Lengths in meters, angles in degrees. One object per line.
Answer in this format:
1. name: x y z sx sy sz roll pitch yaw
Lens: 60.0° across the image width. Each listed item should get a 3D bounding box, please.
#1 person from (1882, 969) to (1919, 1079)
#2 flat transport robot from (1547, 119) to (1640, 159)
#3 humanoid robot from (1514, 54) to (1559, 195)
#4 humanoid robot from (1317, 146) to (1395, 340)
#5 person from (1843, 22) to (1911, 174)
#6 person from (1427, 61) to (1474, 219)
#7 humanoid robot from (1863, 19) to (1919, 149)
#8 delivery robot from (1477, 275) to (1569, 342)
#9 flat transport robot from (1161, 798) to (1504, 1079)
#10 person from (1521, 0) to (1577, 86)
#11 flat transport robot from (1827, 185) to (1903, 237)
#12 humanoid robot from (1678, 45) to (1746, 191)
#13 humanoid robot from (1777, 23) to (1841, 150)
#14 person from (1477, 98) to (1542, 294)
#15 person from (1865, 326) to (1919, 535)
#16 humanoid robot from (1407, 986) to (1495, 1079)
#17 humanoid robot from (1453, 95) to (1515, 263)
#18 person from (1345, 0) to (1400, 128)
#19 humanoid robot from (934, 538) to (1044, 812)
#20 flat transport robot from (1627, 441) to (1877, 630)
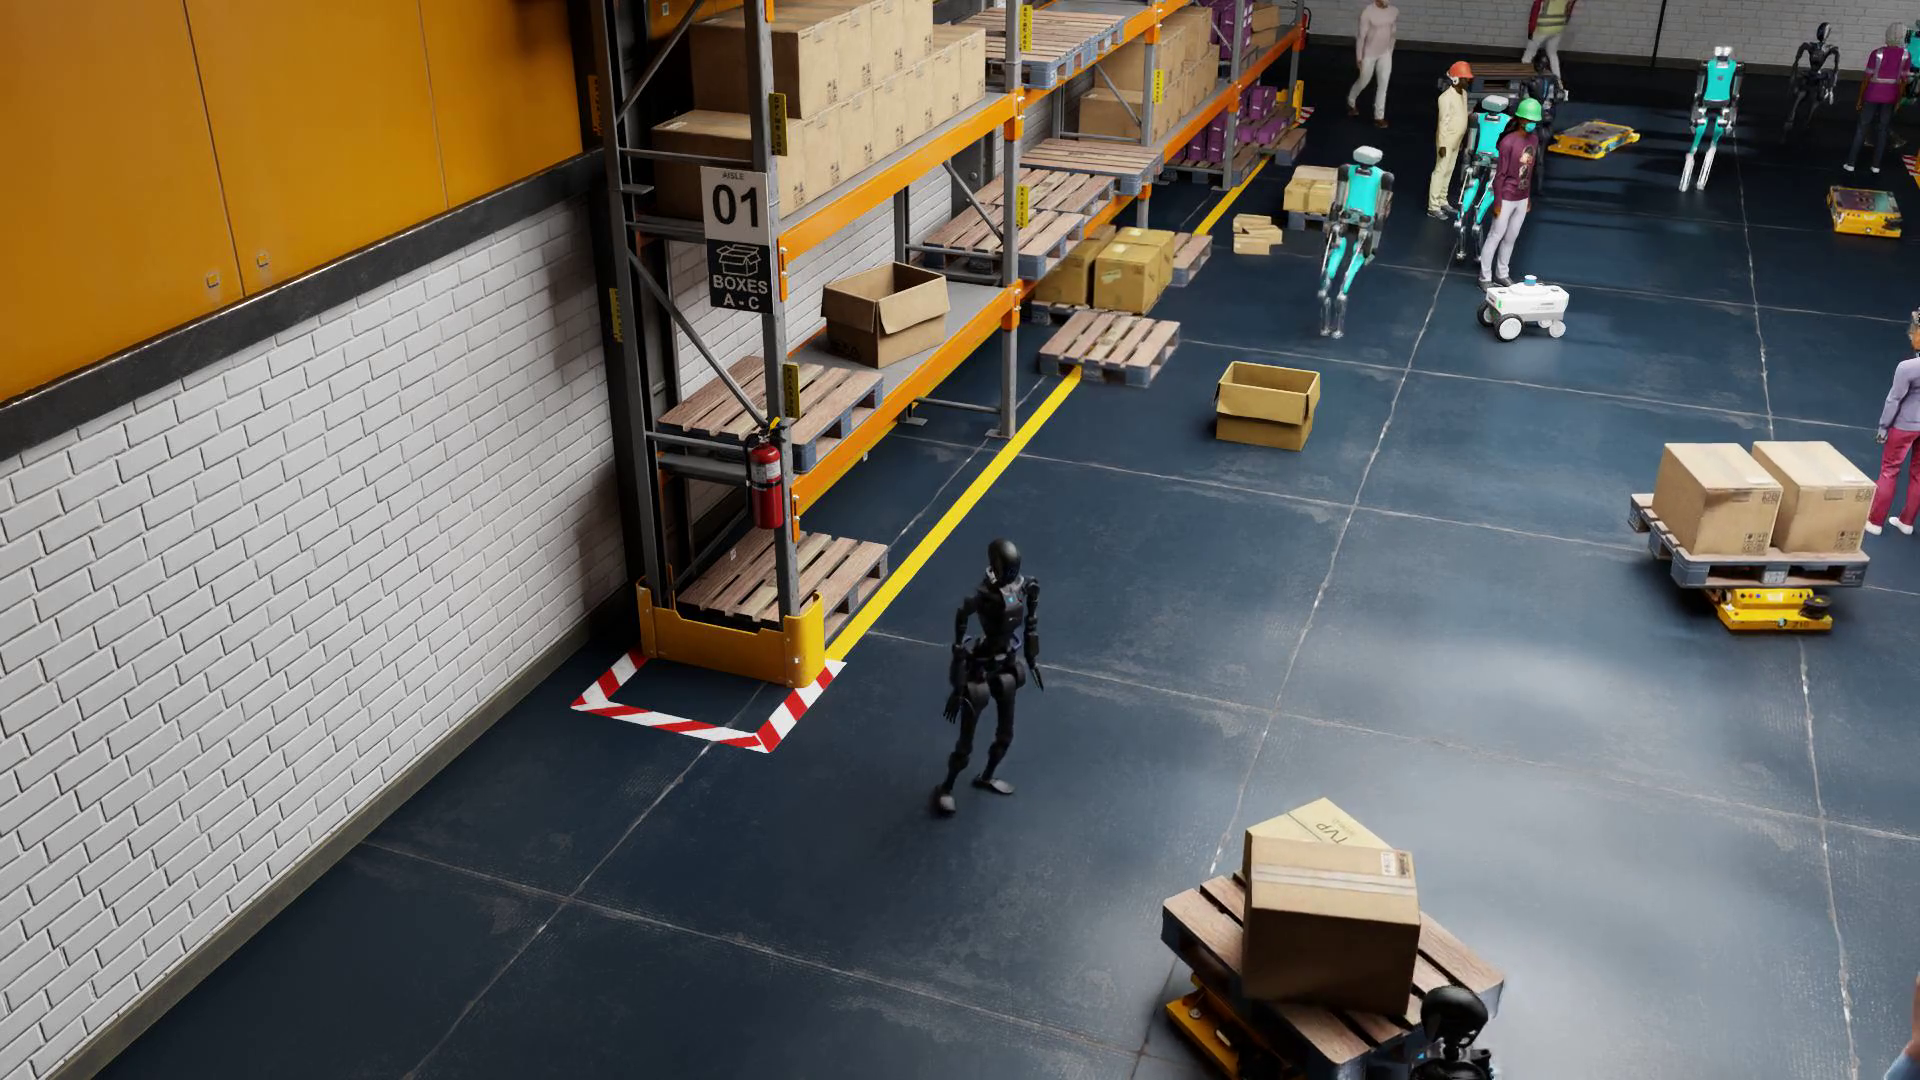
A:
1. person: 3.732 1.896 6.239 0.640 1.948 0.544 -12 30 -22
2. flat transport robot: 8.415 -5.313 22.056 0.659 0.231 1.431 22 35 36
3. humanoid robot: 6.899 -5.016 19.986 0.588 1.621 0.784 -8 28 -15
4. humanoid robot: 3.569 -2.687 15.365 0.555 1.789 0.733 18 32 30
5. person: 11.464 -5.507 20.722 0.506 1.839 0.337 8 28 16
6. person: 5.610 -4.574 18.998 0.320 1.755 0.562 19 33 32
7. humanoid robot: 12.028 -5.809 21.443 1.022 1.743 0.537 -11 29 -20
8. delivery robot: 5.328 -2.198 15.697 0.782 0.589 0.499 -3 27 -5
9. flat transport robot: 1.723 2.080 7.715 1.431 0.231 0.659 -15 31 -27
10. person: 8.816 -7.666 24.972 0.651 1.789 0.595 -2 27 -4
11. flat transport robot: 10.357 -3.771 19.065 0.659 0.231 1.431 10 29 19
12. humanoid robot: 8.990 -5.037 19.962 0.548 1.835 0.661 8 28 14
13. humanoid robot: 11.069 -5.887 21.657 0.608 1.645 0.540 19 33 32
14. person: 5.495 -3.424 16.560 0.497 1.948 0.428 -15 31 -26
15. person: 6.761 -0.795 11.809 0.498 1.629 0.288 -2 27 -4
16. humanoid robot: 1.697 2.231 5.882 0.328 1.643 0.612 7 28 13
17. humanoid robot: 5.339 -3.681 17.143 0.533 1.677 0.735 19 33 32
18. person: 5.726 -6.728 23.007 0.633 1.910 0.899 -7 28 -14
19. humanoid robot: 0.154 0.703 8.866 0.646 1.637 0.414 -18 32 -31
20. flat transport robot: 5.318 0.189 11.384 0.659 0.231 1.431 0 27 0
